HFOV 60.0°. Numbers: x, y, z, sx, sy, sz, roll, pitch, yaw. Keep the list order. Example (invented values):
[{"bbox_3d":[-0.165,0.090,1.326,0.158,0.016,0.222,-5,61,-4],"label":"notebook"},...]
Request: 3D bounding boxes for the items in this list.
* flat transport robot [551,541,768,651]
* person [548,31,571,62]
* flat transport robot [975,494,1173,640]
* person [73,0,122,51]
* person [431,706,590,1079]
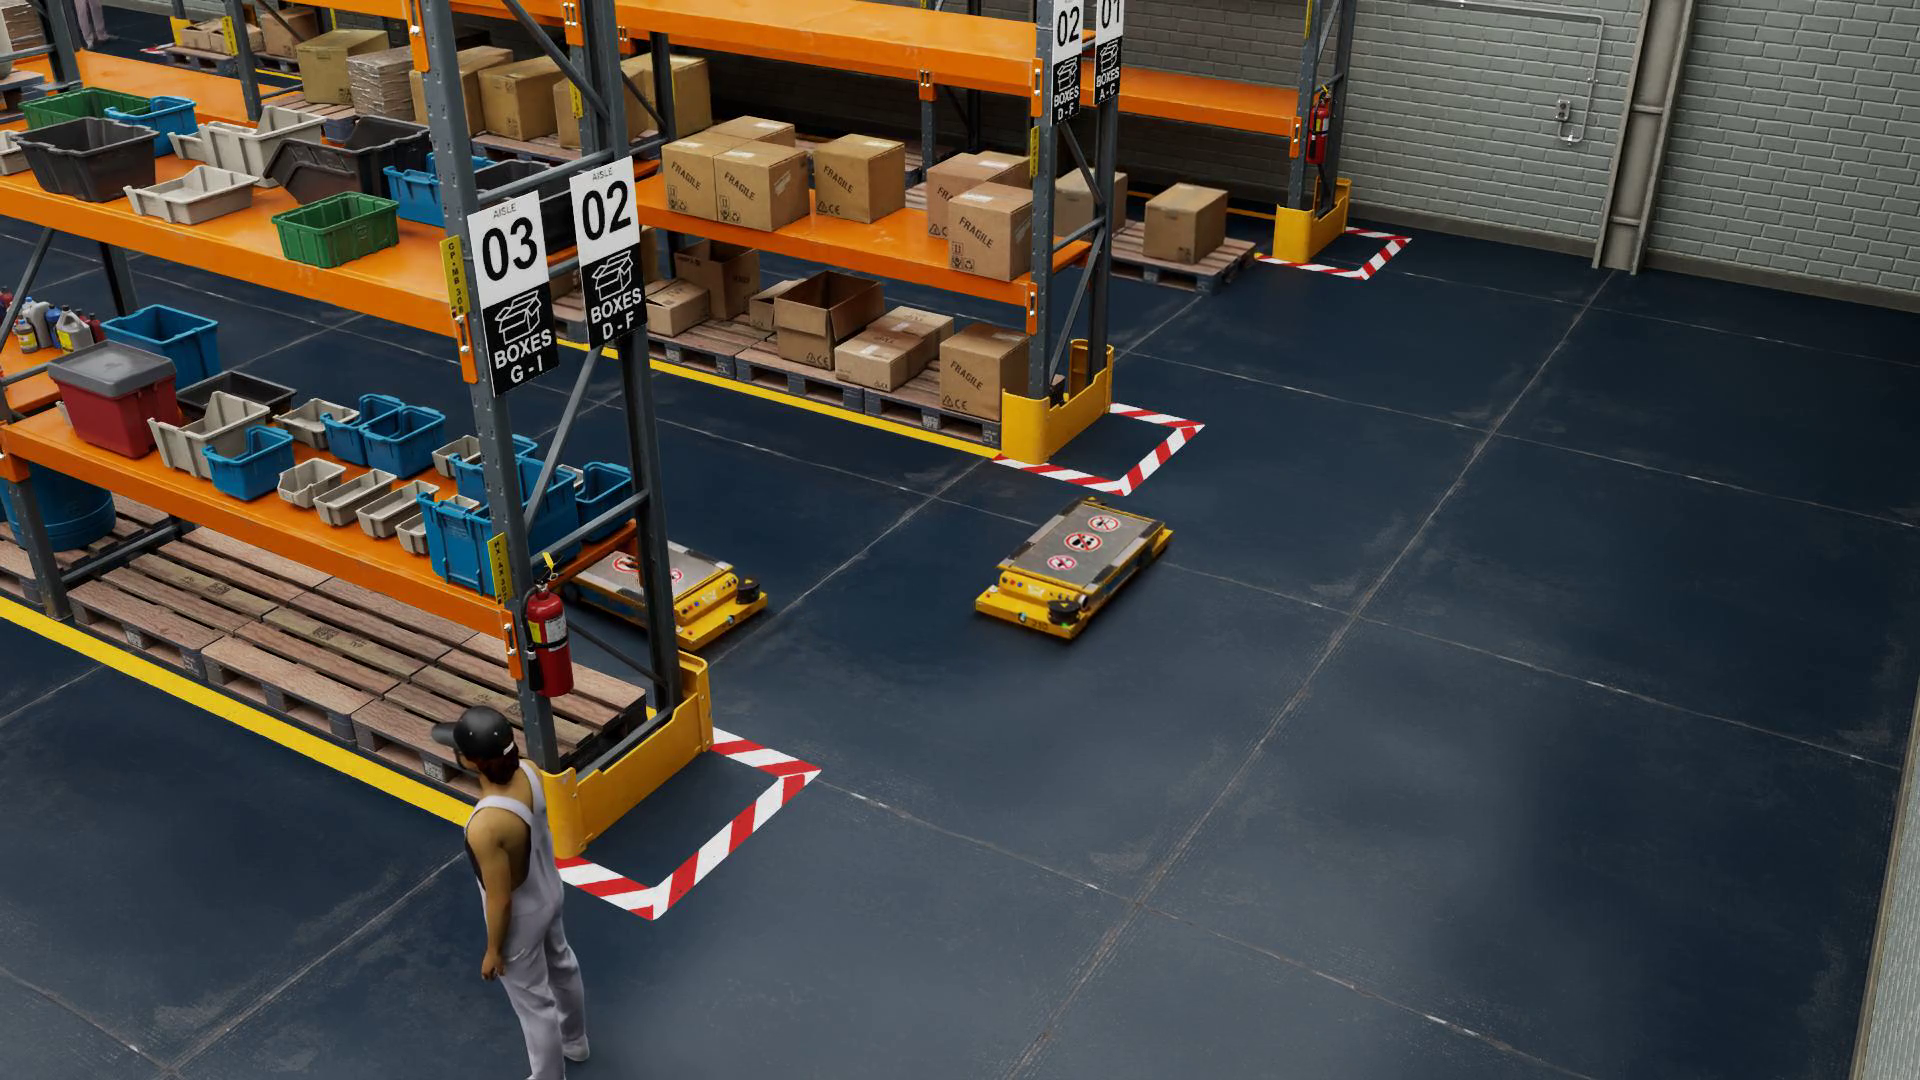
[{"bbox_3d":[-1.933,0.253,10.179,1.431,0.231,0.659,19,34,30],"label":"flat transport robot"},{"bbox_3d":[-3.973,-4.364,17.022,0.548,1.678,0.354,13,32,22],"label":"person"},{"bbox_3d":[0.736,0.141,10.380,0.659,0.231,1.431,16,33,27],"label":"flat transport robot"},{"bbox_3d":[-12.037,-7.662,22.806,0.428,1.804,0.714,16,33,26],"label":"person"},{"bbox_3d":[-1.742,1.426,6.438,0.385,1.863,0.517,6,30,11],"label":"person"}]
